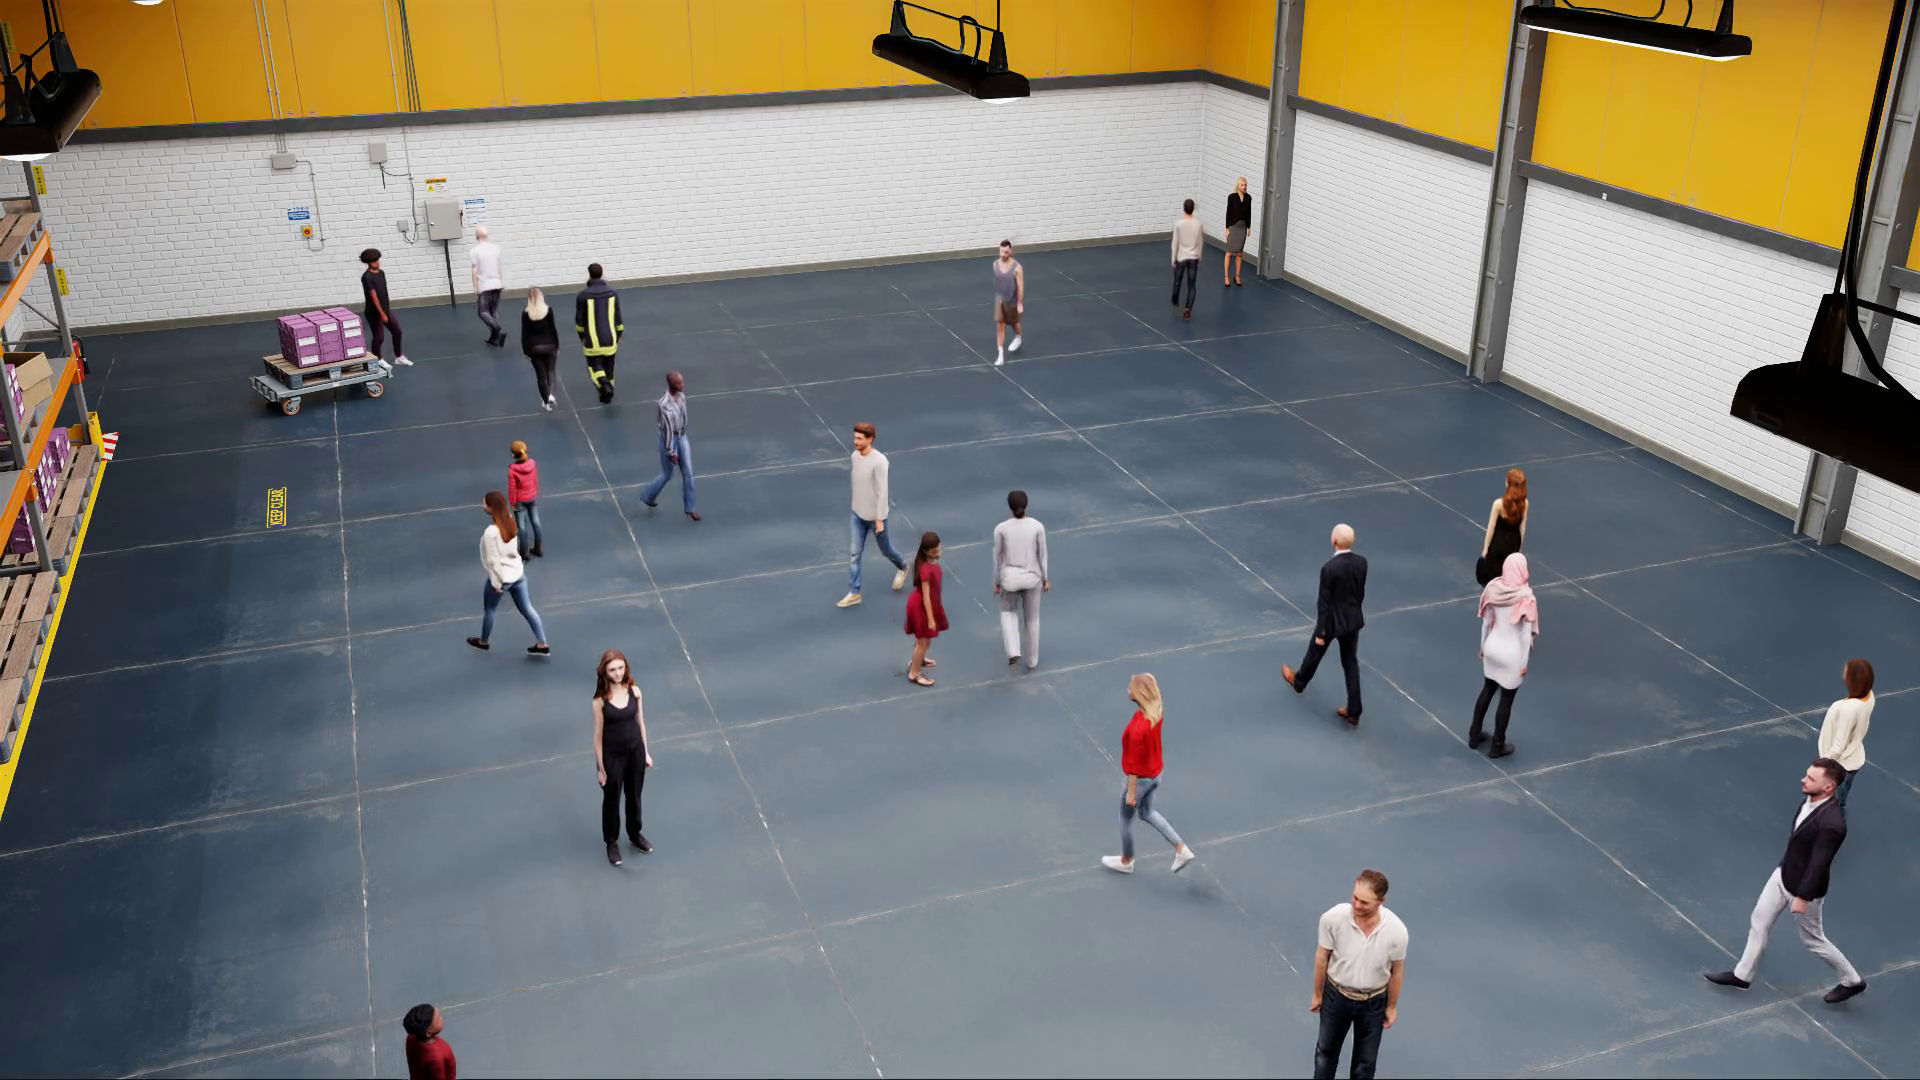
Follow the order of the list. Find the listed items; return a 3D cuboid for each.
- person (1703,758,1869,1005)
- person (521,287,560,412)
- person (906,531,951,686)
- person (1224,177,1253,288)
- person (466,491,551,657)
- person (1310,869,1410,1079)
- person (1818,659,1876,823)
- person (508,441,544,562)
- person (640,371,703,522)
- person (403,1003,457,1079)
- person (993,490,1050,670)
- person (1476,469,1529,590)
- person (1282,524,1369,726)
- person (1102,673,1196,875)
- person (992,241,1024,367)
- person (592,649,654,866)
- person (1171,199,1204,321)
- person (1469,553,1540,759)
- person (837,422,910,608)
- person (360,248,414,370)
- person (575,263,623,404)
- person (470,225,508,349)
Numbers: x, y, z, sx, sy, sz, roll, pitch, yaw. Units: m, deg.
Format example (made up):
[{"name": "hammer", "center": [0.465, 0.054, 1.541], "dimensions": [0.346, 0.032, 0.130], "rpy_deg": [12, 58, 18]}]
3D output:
[{"name": "person", "center": [5.580, 2.263, 10.807], "dimensions": [1.171, 1.802, 1.251], "rpy_deg": [5, 24, 11]}, {"name": "person", "center": [-5.452, -2.454, 21.756], "dimensions": [0.619, 1.673, 0.697], "rpy_deg": [-9, 25, -19]}, {"name": "person", "center": [-0.351, 0.597, 14.966], "dimensions": [0.844, 1.522, 0.743], "rpy_deg": [-2, 24, -5]}, {"name": "person", "center": [4.595, -5.121, 27.648], "dimensions": [0.609, 1.843, 0.556], "rpy_deg": [-6, 24, -14]}, {"name": "person", "center": [-4.122, 0.352, 15.367], "dimensions": [1.132, 1.650, 1.076], "rpy_deg": [10, 25, 21]}, {"name": "person", "center": [2.337, 2.681, 9.791], "dimensions": [0.741, 1.849, 0.799], "rpy_deg": [10, 26, 22]}, {"name": "person", "center": [6.576, 1.640, 12.386], "dimensions": [0.690, 1.677, 0.696], "rpy_deg": [21, 31, 39]}, {"name": "person", "center": [-4.562, -0.426, 17.567], "dimensions": [0.642, 1.313, 0.611], "rpy_deg": [20, 31, 38]}, {"name": "person", "center": [-3.247, -1.036, 18.419], "dimensions": [1.099, 1.749, 1.028], "rpy_deg": [8, 25, 19]}, {"name": "person", "center": [-3.047, 3.172, 9.428], "dimensions": [0.797, 1.240, 0.768], "rpy_deg": [20, 31, 39]}, {"name": "person", "center": [0.536, 0.406, 15.161], "dimensions": [0.819, 1.717, 0.865], "rpy_deg": [4, 24, 8]}, {"name": "person", "center": [5.253, 0.116, 15.958], "dimensions": [0.571, 1.610, 0.750], "rpy_deg": [-8, 25, -17]}, {"name": "person", "center": [3.306, 0.763, 14.296], "dimensions": [0.793, 1.755, 1.195], "rpy_deg": [-11, 26, -23]}, {"name": "person", "center": [1.392, 1.764, 12.091], "dimensions": [1.044, 1.687, 0.960], "rpy_deg": [12, 26, 26]}, {"name": "person", "center": [0.698, -3.436, 23.826], "dimensions": [1.162, 1.779, 1.309], "rpy_deg": [9, 25, 19]}, {"name": "person", "center": [-2.533, 1.589, 12.418], "dimensions": [0.647, 1.746, 0.608], "rpy_deg": [-18, 29, -35]}, {"name": "person", "center": [3.547, -4.329, 25.848], "dimensions": [0.919, 1.832, 1.183], "rpy_deg": [1, 24, 1]}, {"name": "person", "center": [4.509, 0.956, 13.803], "dimensions": [0.759, 1.797, 0.626], "rpy_deg": [-18, 30, -36]}, {"name": "person", "center": [-0.821, -0.275, 16.526], "dimensions": [1.214, 1.871, 1.123], "rpy_deg": [18, 29, 35]}, {"name": "person", "center": [-8.279, -3.258, 23.493], "dimensions": [0.886, 1.755, 0.836], "rpy_deg": [6, 24, 14]}, {"name": "person", "center": [-4.751, -2.695, 22.011], "dimensions": [0.876, 1.912, 0.964], "rpy_deg": [-13, 27, -27]}, {"name": "person", "center": [-6.863, -3.683, 24.396], "dimensions": [1.080, 1.812, 0.921], "rpy_deg": [20, 31, 38]}]
